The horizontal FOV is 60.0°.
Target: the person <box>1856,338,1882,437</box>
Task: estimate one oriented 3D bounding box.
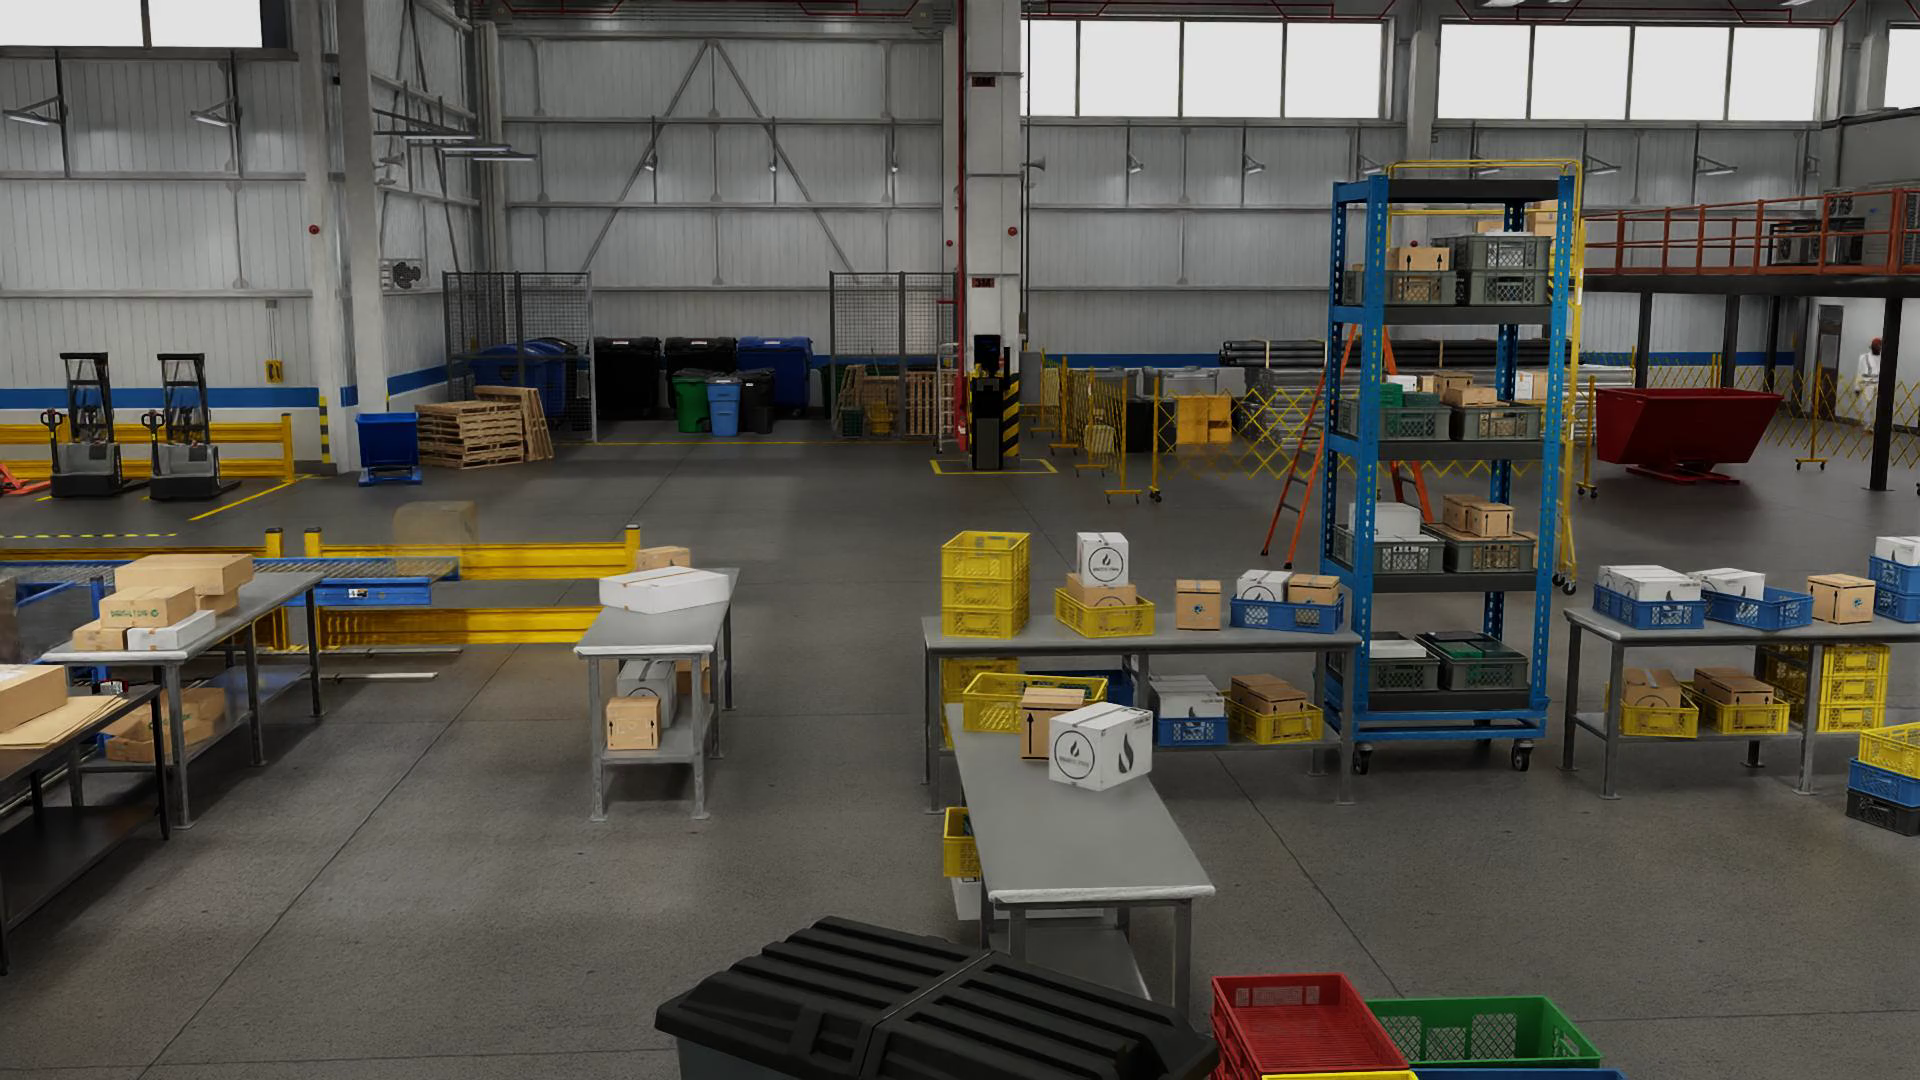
[{"bbox_3d":[17.149,-2.846,31.150,0.589,1.865,0.603,0,9,0],"label":"person"}]

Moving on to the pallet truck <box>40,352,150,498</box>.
[{"bbox_3d":[-11.907,-1.642,23.165,0.823,1.965,1.885,0,9,0],"label":"pallet truck"}]

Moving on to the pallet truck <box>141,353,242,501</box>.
[{"bbox_3d":[-10.520,-1.604,22.925,0.823,1.965,1.885,-1,9,-6],"label":"pallet truck"}]

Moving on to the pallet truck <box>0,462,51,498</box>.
[{"bbox_3d":[-13.193,-1.293,23.148,0.653,1.274,1.630,-1,9,-4],"label":"pallet truck"}]
